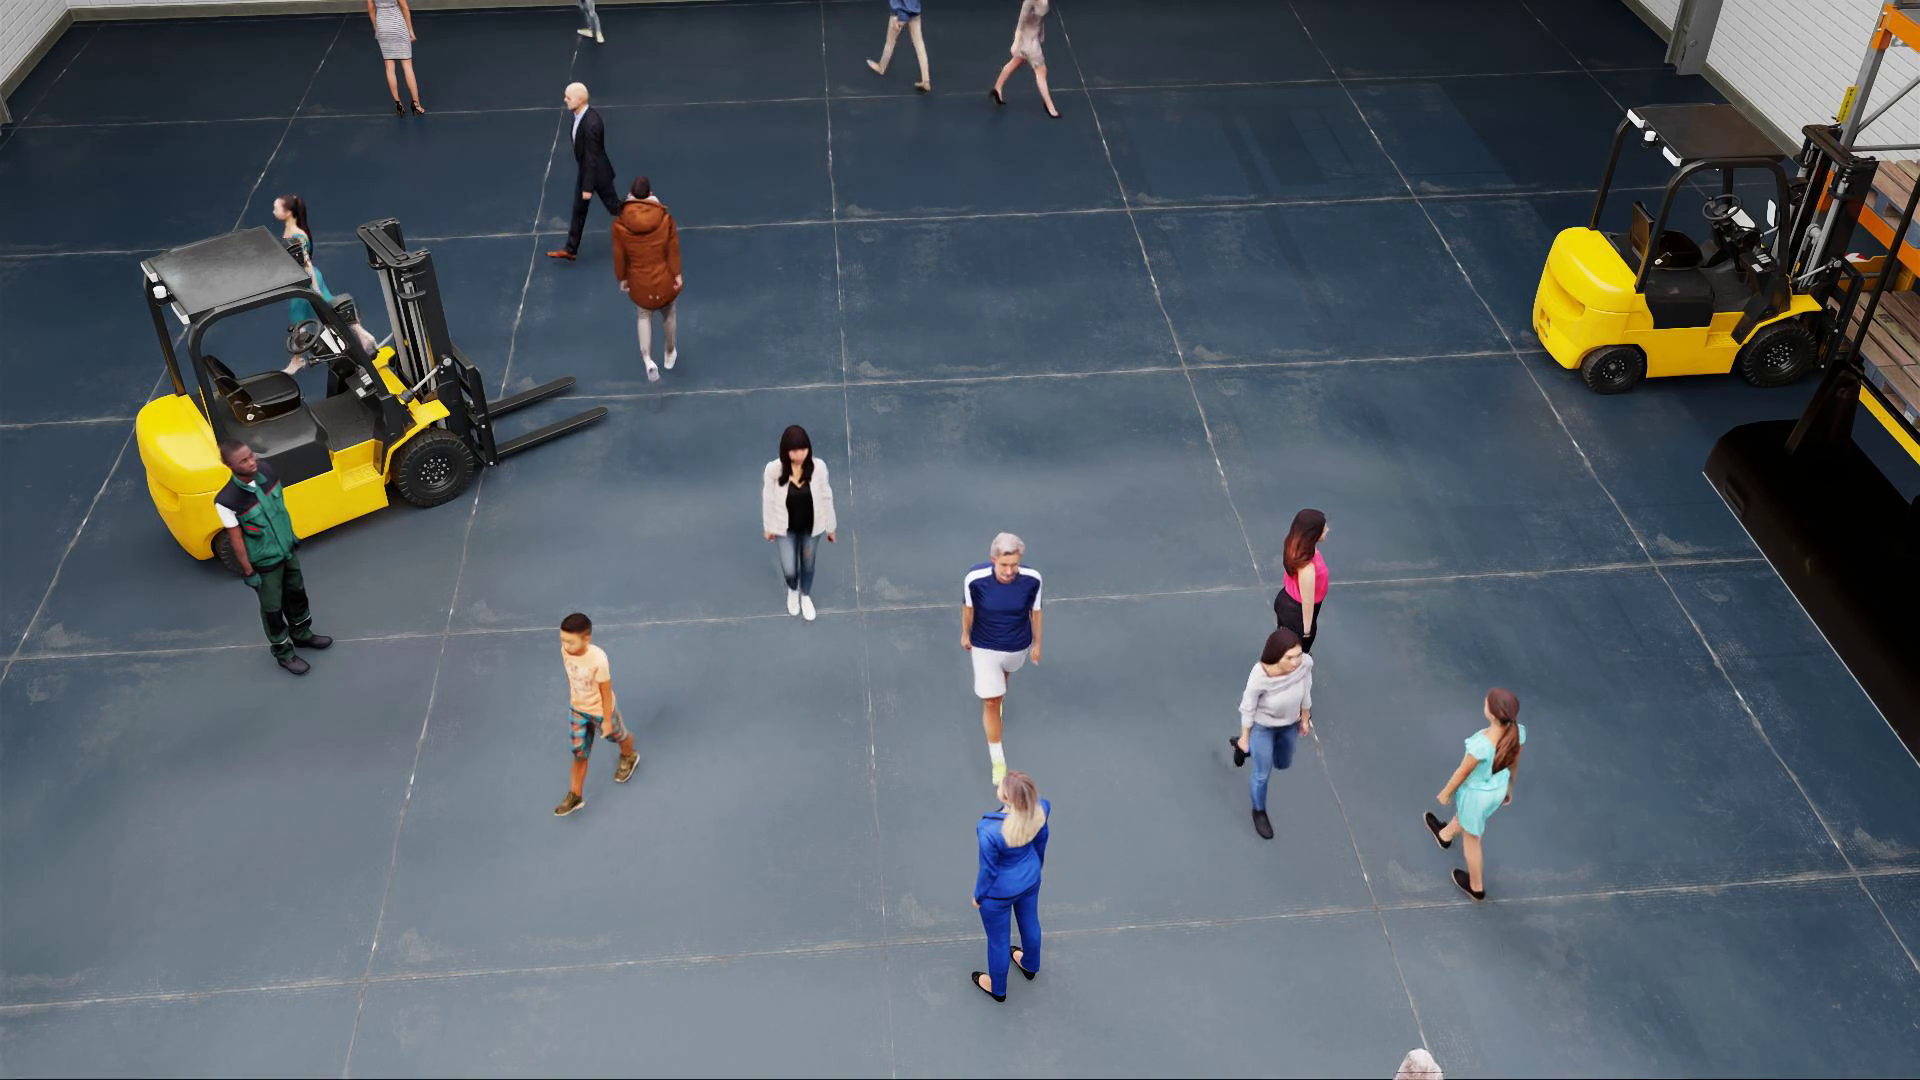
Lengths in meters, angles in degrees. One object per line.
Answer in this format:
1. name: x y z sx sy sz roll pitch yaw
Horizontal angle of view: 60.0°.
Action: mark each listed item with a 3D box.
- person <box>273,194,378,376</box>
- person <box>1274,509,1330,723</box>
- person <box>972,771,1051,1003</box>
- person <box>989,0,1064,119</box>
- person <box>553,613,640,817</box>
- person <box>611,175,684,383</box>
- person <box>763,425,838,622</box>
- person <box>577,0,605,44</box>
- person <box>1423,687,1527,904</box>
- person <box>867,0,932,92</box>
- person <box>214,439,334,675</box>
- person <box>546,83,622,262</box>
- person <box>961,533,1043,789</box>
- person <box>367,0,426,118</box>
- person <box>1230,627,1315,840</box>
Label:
1. person: -5.471 -2.188 14.181 0.794 1.644 1.036 -13 41 -16
2. person: 2.202 0.474 10.835 0.638 1.660 0.457 -5 39 -6
3. person: 0.283 1.871 9.053 0.713 1.701 0.729 -26 45 -28
4. person: 0.693 -5.449 18.224 1.022 1.694 1.148 9 40 12
5. person: -2.232 0.996 10.367 0.827 1.429 1.027 15 41 18
6. person: -2.590 -2.151 13.996 0.706 1.816 0.933 -4 39 -5
7. person: -1.149 -0.163 11.657 0.691 1.629 0.636 -9 39 -11
8. person: -4.546 -6.696 20.107 0.763 1.293 0.674 -21 43 -24
9. person: 3.059 1.499 9.651 0.756 1.536 0.973 -16 41 -19
10. person: -0.552 -5.868 18.791 1.204 1.642 1.099 31 48 33
11. person: -4.650 0.083 11.180 0.829 1.839 0.674 10 40 13
12. person: -3.356 -3.438 15.658 1.093 1.755 1.200 -21 43 -24
13. person: 0.248 0.599 10.591 0.683 1.769 1.222 -5 39 -6
14. person: -6.228 -5.542 18.238 0.626 1.822 0.558 2 39 2
15. person: 1.852 1.087 10.104 0.793 1.614 0.947 -16 41 -19
